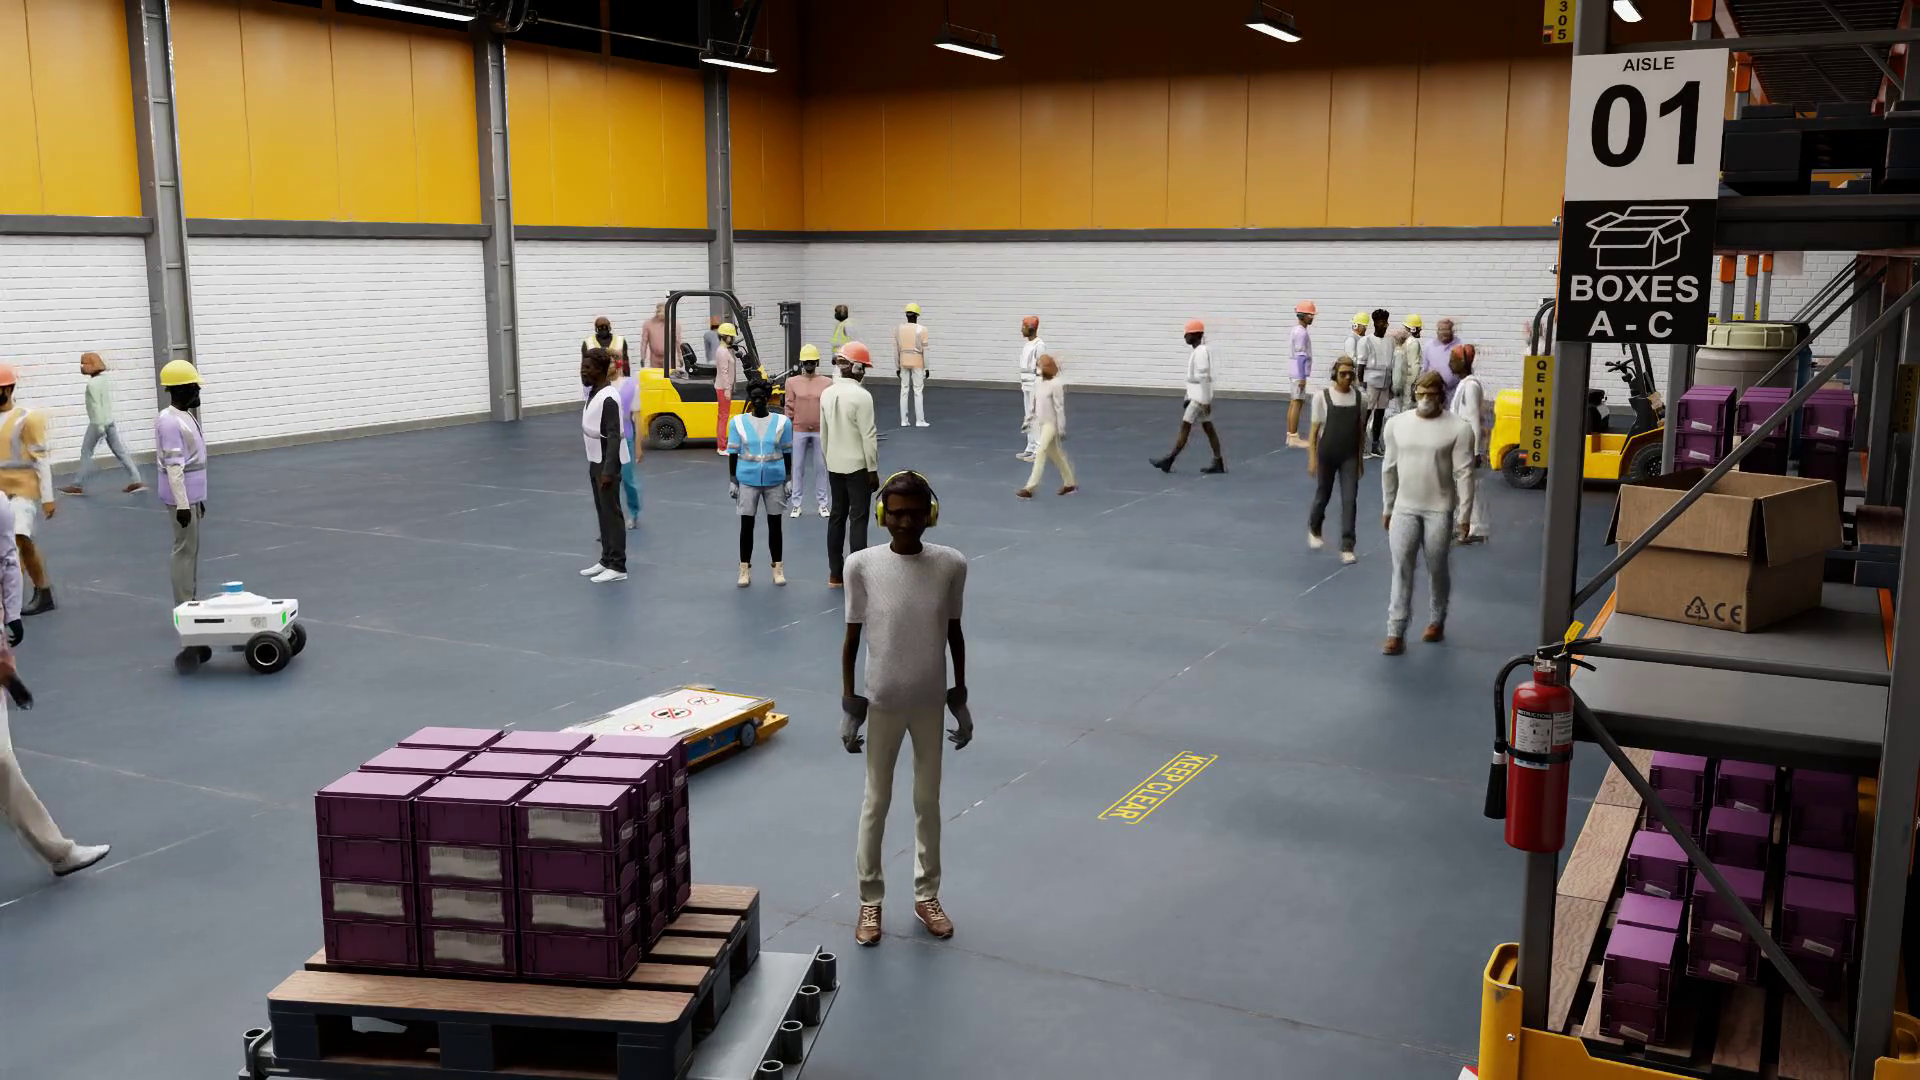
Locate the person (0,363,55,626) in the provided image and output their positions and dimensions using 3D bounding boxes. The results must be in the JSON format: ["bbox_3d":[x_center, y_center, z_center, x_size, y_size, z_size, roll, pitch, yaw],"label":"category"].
[{"bbox_3d":[-6.968,-0.329,12.049,0.562,1.895,0.904,3,10,19],"label":"person"}]

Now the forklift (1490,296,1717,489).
[{"bbox_3d":[7.296,-1.677,18.993,2.313,2.155,1.214,5,11,27],"label":"forklift"}]

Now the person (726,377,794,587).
[{"bbox_3d":[-1.605,-0.464,13.410,0.541,1.696,0.315,-2,10,-10],"label":"person"}]

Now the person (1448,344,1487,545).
[{"bbox_3d":[4.553,-0.860,15.226,0.657,1.861,0.592,3,10,17],"label":"person"}]

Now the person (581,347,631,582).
[{"bbox_3d":[-2.918,-0.617,13.664,0.391,1.917,0.587,-4,11,-24],"label":"person"}]

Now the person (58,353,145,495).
[{"bbox_3d":[-9.593,-1.294,18.545,0.870,1.589,0.502,-1,10,-5],"label":"person"}]

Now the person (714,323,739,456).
[{"bbox_3d":[-3.101,-1.993,22.069,0.313,1.767,0.523,-2,10,-10],"label":"person"}]

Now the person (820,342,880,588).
[{"bbox_3d":[-0.853,-0.581,13.251,0.393,1.986,0.611,-9,13,-43],"label":"person"}]

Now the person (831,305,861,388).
[{"bbox_3d":[-2.096,-3.211,29.081,0.996,1.784,0.632,-3,10,-15],"label":"person"}]

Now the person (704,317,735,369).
[{"bbox_3d":[-4.173,-3.092,28.964,0.552,1.567,0.871,0,10,0],"label":"person"}]

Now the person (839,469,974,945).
[{"bbox_3d":[-0.207,0.649,6.493,0.534,1.861,0.310,-2,10,-14],"label":"person"}]

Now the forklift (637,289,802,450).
[{"bbox_3d":[-3.358,-2.392,23.136,2.313,2.155,1.214,-1,10,-5],"label":"forklift"}]

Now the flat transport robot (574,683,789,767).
[{"bbox_3d":[-1.576,1.035,8.855,0.652,0.197,1.431,5,11,27],"label":"flat transport robot"}]

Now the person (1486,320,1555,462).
[{"bbox_3d":[7.039,-1.787,20.600,0.670,1.857,0.940,-9,14,-43],"label":"person"}]

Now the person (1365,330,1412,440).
[{"bbox_3d":[6.066,-2.154,23.430,0.609,1.614,0.558,2,10,11],"label":"person"}]

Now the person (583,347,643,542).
[{"bbox_3d":[-3.279,-0.936,15.828,0.576,1.809,0.925,1,10,5],"label":"person"}]

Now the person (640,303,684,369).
[{"bbox_3d":[-5.097,-3.111,28.373,0.719,1.832,1.045,0,10,-3],"label":"person"}]

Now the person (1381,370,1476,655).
[{"bbox_3d":[3.158,-0.202,11.294,0.647,1.911,0.840,6,11,30],"label":"person"}]

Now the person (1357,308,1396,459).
[{"bbox_3d":[5.454,-2.045,21.784,0.612,1.963,0.363,-5,11,-29],"label":"person"}]

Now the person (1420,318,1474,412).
[{"bbox_3d":[6.265,-1.914,21.422,0.670,1.879,0.736,4,10,20],"label":"person"}]

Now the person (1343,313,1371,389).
[{"bbox_3d":[5.790,-2.404,24.283,0.403,1.822,0.588,4,11,24],"label":"person"}]

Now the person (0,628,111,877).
[{"bbox_3d":[-4.114,0.683,7.039,0.844,1.594,0.528,-3,10,-18],"label":"person"}]

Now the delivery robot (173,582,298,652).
[{"bbox_3d":[-4.685,0.513,10.769,0.707,0.478,0.477,-1,9,-9],"label":"delivery robot"}]

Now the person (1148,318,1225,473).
[{"bbox_3d":[2.789,-1.741,20.245,0.990,1.884,0.563,1,10,6],"label":"person"}]

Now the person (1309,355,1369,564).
[{"bbox_3d":[3.326,-0.742,14.731,0.517,1.810,0.949,0,10,-2],"label":"person"}]

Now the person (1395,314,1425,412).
[{"bbox_3d":[6.338,-2.268,23.463,0.403,1.830,0.600,-2,10,-9],"label":"person"}]

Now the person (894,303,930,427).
[{"bbox_3d":[-0.736,-2.694,25.671,0.585,1.922,0.372,4,11,21],"label":"person"}]

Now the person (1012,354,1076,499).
[{"bbox_3d":[0.951,-1.248,18.278,0.872,1.586,0.512,-4,11,-24],"label":"person"}]

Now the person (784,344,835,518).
[{"bbox_3d":[-1.524,-1.103,16.913,0.524,1.769,0.308,-1,10,-8],"label":"person"}]

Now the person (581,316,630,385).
[{"bbox_3d":[-4.812,-2.126,22.639,0.647,1.834,0.428,-2,10,-14],"label":"person"}]

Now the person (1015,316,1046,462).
[{"bbox_3d":[0.928,-1.942,21.467,0.381,1.882,0.584,-3,10,-16],"label":"person"}]

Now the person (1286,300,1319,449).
[{"bbox_3d":[4.723,-2.287,22.975,0.394,2.040,0.610,1,10,6],"label":"person"}]

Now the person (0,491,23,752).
[{"bbox_3d":[-4.890,0.387,8.059,0.633,1.846,0.429,-5,11,-28],"label":"person"}]

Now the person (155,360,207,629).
[{"bbox_3d":[-5.532,-0.321,11.910,0.358,1.930,0.590,-3,10,-16],"label":"person"}]
